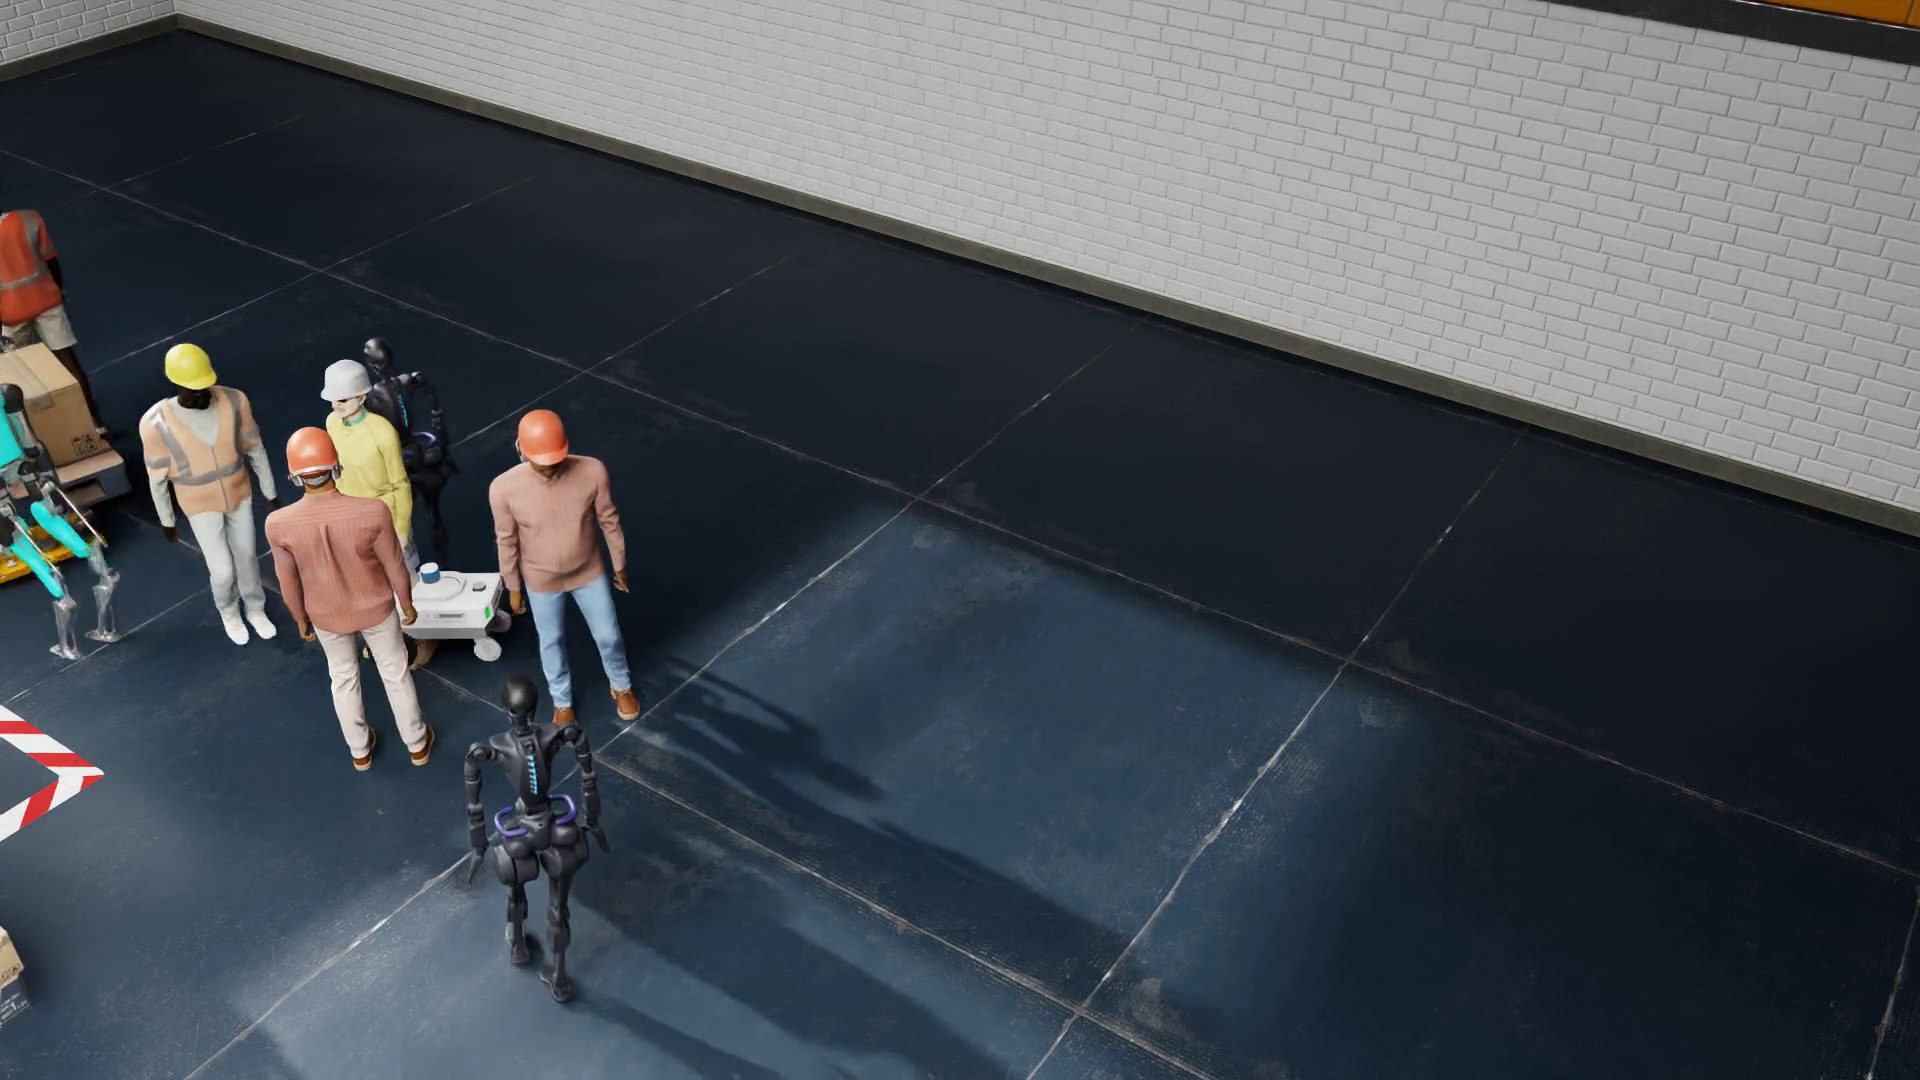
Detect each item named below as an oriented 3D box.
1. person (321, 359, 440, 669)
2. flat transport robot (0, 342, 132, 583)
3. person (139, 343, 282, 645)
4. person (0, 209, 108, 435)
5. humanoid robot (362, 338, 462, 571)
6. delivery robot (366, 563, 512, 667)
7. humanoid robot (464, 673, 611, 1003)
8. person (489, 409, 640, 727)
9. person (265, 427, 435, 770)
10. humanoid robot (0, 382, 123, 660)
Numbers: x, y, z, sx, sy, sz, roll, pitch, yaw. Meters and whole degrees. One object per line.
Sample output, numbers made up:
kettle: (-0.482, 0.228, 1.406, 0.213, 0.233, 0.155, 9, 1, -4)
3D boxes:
person: (-3.172, -0.146, 9.058, 0.472, 1.895, 0.385, 13, 37, 18)
flat transport robot: (-6.013, -0.215, 10.571, 0.659, 0.231, 1.431, -27, 43, -33)
person: (-4.080, -0.228, 9.148, 0.456, 1.916, 0.637, 30, 45, 35)
person: (-6.227, -1.568, 11.084, 0.630, 1.928, 0.966, -27, 43, -33)
humanoid robot: (-3.210, -0.435, 9.651, 0.360, 1.646, 0.609, 30, 45, 35)
delivery robot: (-2.964, 0.392, 9.441, 0.766, 0.580, 0.499, 0, 35, 0)
humanoid robot: (-1.855, 1.275, 7.228, 0.611, 1.632, 0.560, -16, 38, -21)
person: (-2.019, 0.182, 8.519, 0.637, 1.984, 0.420, -11, 36, -15)
person: (-3.035, 0.322, 8.311, 0.611, 1.986, 0.402, -6, 35, -8)
humanoid robot: (-5.036, -0.087, 9.144, 0.757, 1.784, 0.535, 16, 38, 22)
